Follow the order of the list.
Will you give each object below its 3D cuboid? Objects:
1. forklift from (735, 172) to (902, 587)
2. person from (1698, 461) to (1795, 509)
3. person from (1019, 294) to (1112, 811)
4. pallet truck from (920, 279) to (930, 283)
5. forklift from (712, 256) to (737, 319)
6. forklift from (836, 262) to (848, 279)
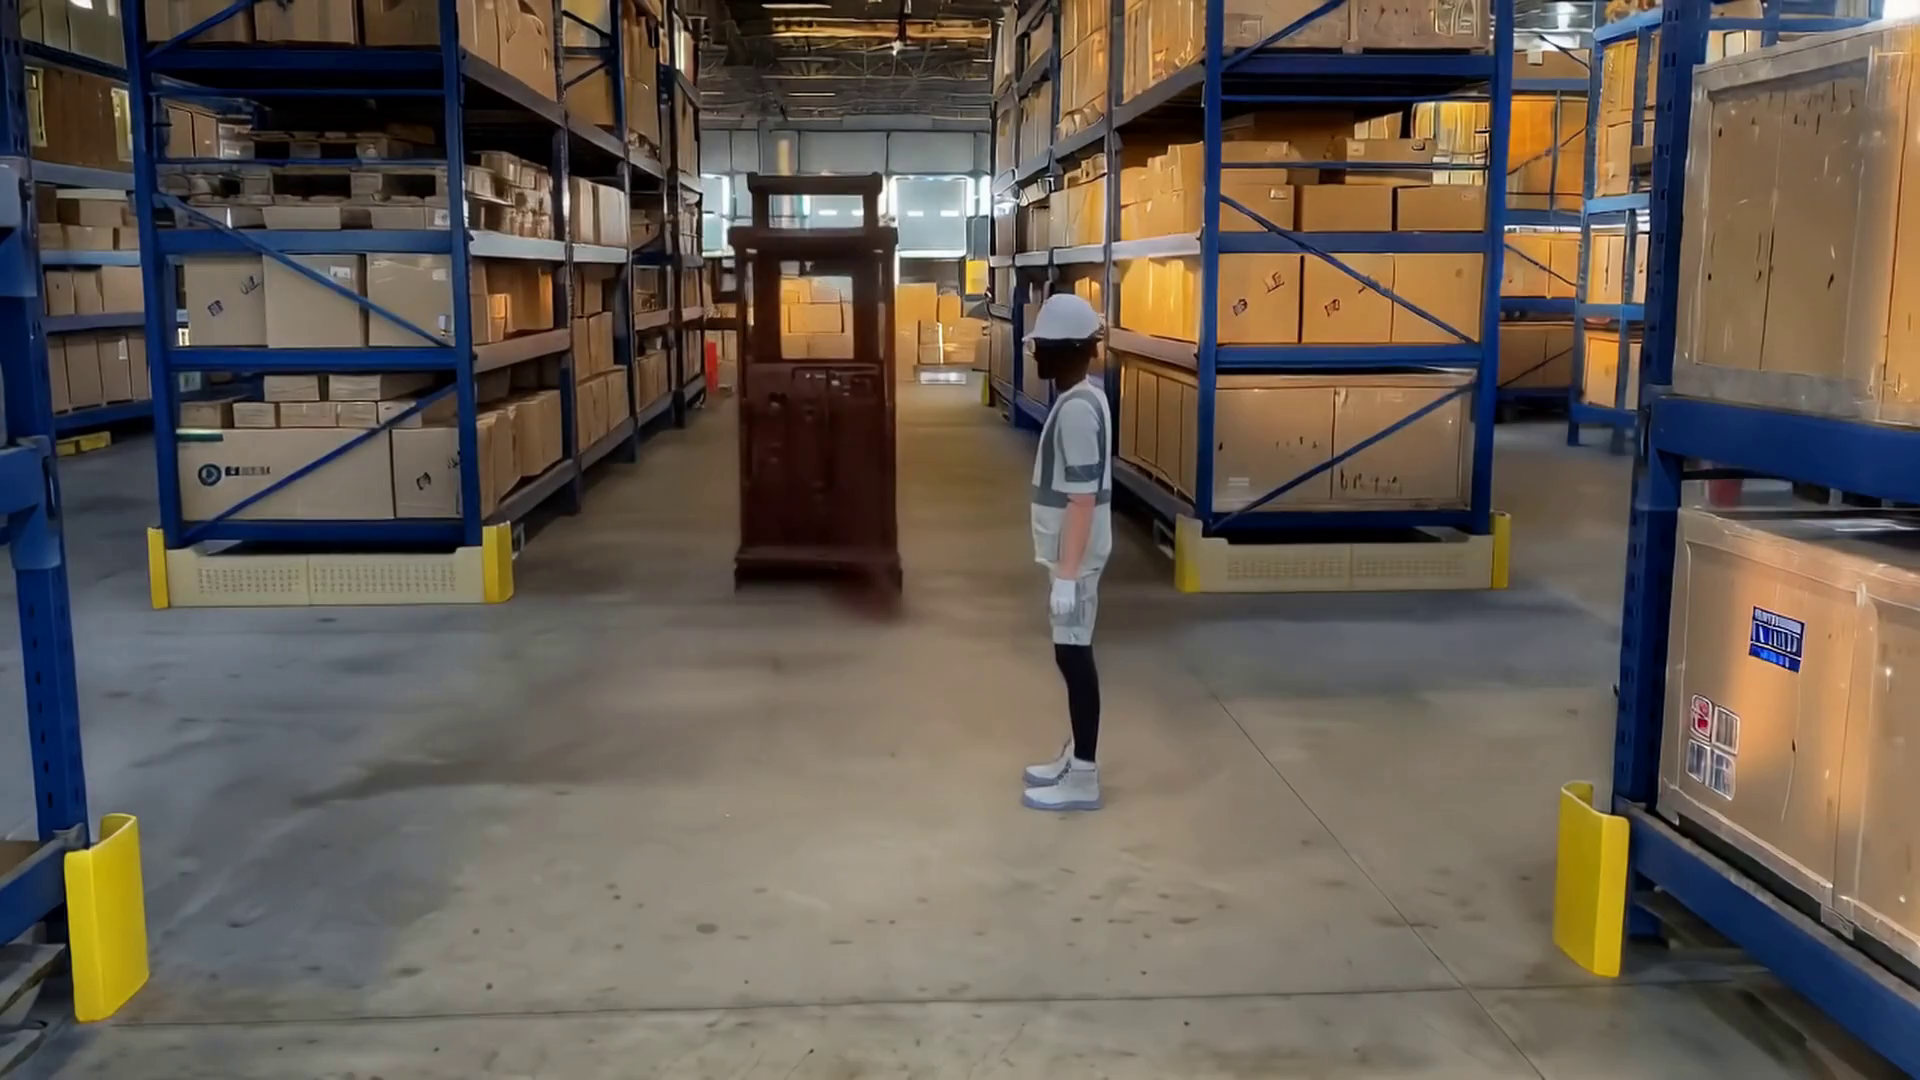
[{"bbox_3d":[-1.012,-1.196,11.839,1.129,2.768,1.873,-1,9,-4],"label":"forklift"},{"bbox_3d":[3.445,0.067,7.188,0.505,1.826,0.589,9,12,43],"label":"person"},{"bbox_3d":[0.417,0.052,6.625,0.373,2.043,0.615,1,9,5],"label":"person"},{"bbox_3d":[-0.932,-8.922,63.114,1.885,1.965,0.823,2,9,13],"label":"pallet truck"},{"bbox_3d":[-8.488,-8.990,60.777,1.129,2.768,1.873,-1,9,-4],"label":"forklift"},{"bbox_3d":[-3.979,-8.299,56.443,1.873,2.768,1.129,0,9,3],"label":"forklift"}]
